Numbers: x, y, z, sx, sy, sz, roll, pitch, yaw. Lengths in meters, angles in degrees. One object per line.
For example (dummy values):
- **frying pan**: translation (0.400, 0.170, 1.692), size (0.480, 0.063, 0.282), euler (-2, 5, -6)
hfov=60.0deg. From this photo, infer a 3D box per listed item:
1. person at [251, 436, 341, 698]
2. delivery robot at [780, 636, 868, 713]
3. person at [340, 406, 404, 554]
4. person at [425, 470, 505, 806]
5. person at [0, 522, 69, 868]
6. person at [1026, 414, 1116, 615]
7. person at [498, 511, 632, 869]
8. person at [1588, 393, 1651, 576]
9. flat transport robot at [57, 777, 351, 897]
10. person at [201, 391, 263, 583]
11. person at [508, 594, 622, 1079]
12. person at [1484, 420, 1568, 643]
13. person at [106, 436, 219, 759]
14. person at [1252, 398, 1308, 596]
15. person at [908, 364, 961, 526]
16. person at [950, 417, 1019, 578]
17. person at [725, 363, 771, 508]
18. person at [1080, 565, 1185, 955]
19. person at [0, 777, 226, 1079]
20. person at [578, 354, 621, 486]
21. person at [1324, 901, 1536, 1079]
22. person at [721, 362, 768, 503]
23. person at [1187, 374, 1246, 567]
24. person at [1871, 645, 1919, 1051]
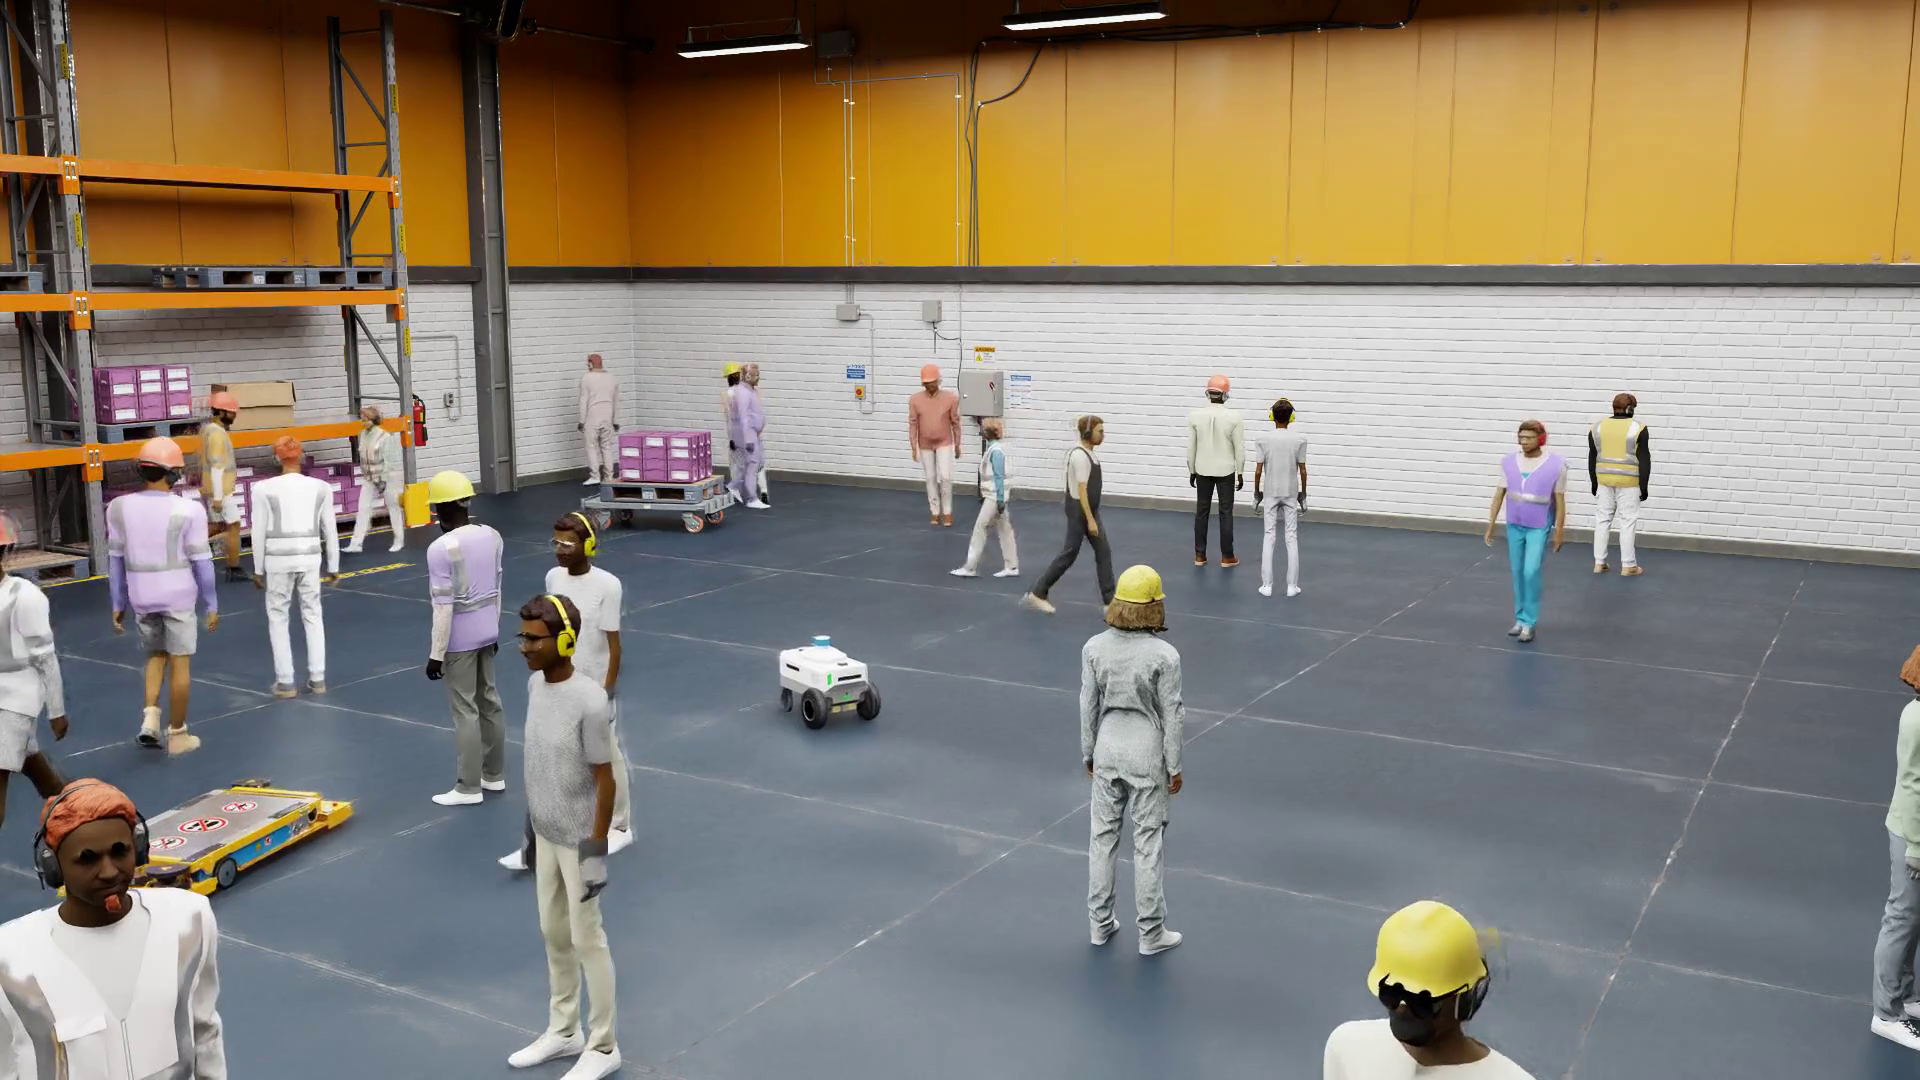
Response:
- **person**: translation (-4.750, 0.191, 11.945), size (0.608, 1.871, 0.441), euler (-7, 12, -39)
- **delivery robot**: translation (-0.935, 0.899, 11.340), size (0.477, 0.478, 0.707), euler (-6, 11, -35)
- **person**: translation (-6.317, -0.630, 17.889), size (0.537, 1.594, 0.832), euler (5, 10, 26)
- **person**: translation (-2.838, 0.558, 9.499), size (0.373, 1.925, 0.585), euler (3, 10, 19)
- **person**: translation (-4.736, 0.792, 8.186), size (0.562, 1.877, 1.017), euler (4, 10, 25)
- **person**: translation (1.054, -0.216, 14.715), size (0.945, 1.811, 0.521), euler (3, 10, 21)
- **person**: translation (-1.988, 0.776, 8.425), size (0.549, 1.830, 0.887), euler (5, 10, 28)
- **person**: translation (6.651, -0.561, 16.766), size (0.429, 1.837, 0.621), euler (-9, 13, -44)
- **flat transport robot**: translation (-3.844, 1.532, 8.564), size (0.652, 0.197, 1.431), euler (2, 9, 13)
- **person**: translation (-7.283, -0.492, 16.128), size (0.810, 1.901, 0.590), euler (-5, 10, -29)
- **person**: translation (-1.480, 1.115, 6.207), size (0.530, 1.866, 0.313), euler (9, 12, 43)
- **person**: translation (4.643, -0.075, 13.762), size (0.660, 1.825, 0.581), euler (-9, 13, -44)
- **person**: translation (-4.953, 0.363, 10.393), size (0.641, 2.025, 0.418), euler (0, 9, 2)
- **person**: translation (3.012, -0.401, 15.652), size (0.514, 1.873, 0.329), euler (2, 9, 9)
- **person**: translation (-0.306, -1.137, 19.963), size (0.609, 1.952, 0.669), euler (1, 9, 7)
- **person**: translation (0.234, -0.412, 16.519), size (0.789, 1.601, 0.535), euler (0, 9, 0)
- **person**: translation (-2.743, -1.333, 21.413), size (0.508, 1.886, 0.663), euler (0, 9, 1)
- **person**: translation (0.780, 0.974, 7.465), size (0.492, 1.742, 0.324), euler (6, 11, 32)
- **person**: translation (-1.979, 1.478, 3.889), size (0.355, 1.883, 0.572), euler (8, 12, 41)
- **person**: translation (-5.142, -1.706, 23.765), size (0.497, 1.886, 0.727), euler (8, 12, 40)
- **person**: translation (0.976, 1.598, 3.523), size (0.373, 1.755, 0.535), euler (-8, 12, -41)
- **person**: translation (-2.855, -1.423, 22.067), size (0.607, 1.869, 0.966), euler (-9, 13, -43)
- **person**: translation (2.653, -0.715, 17.219), size (0.612, 1.997, 0.375), euler (4, 10, 23)
- **person**: translation (3.818, 1.173, 6.569), size (0.283, 1.633, 0.500), euler (8, 12, 41)
